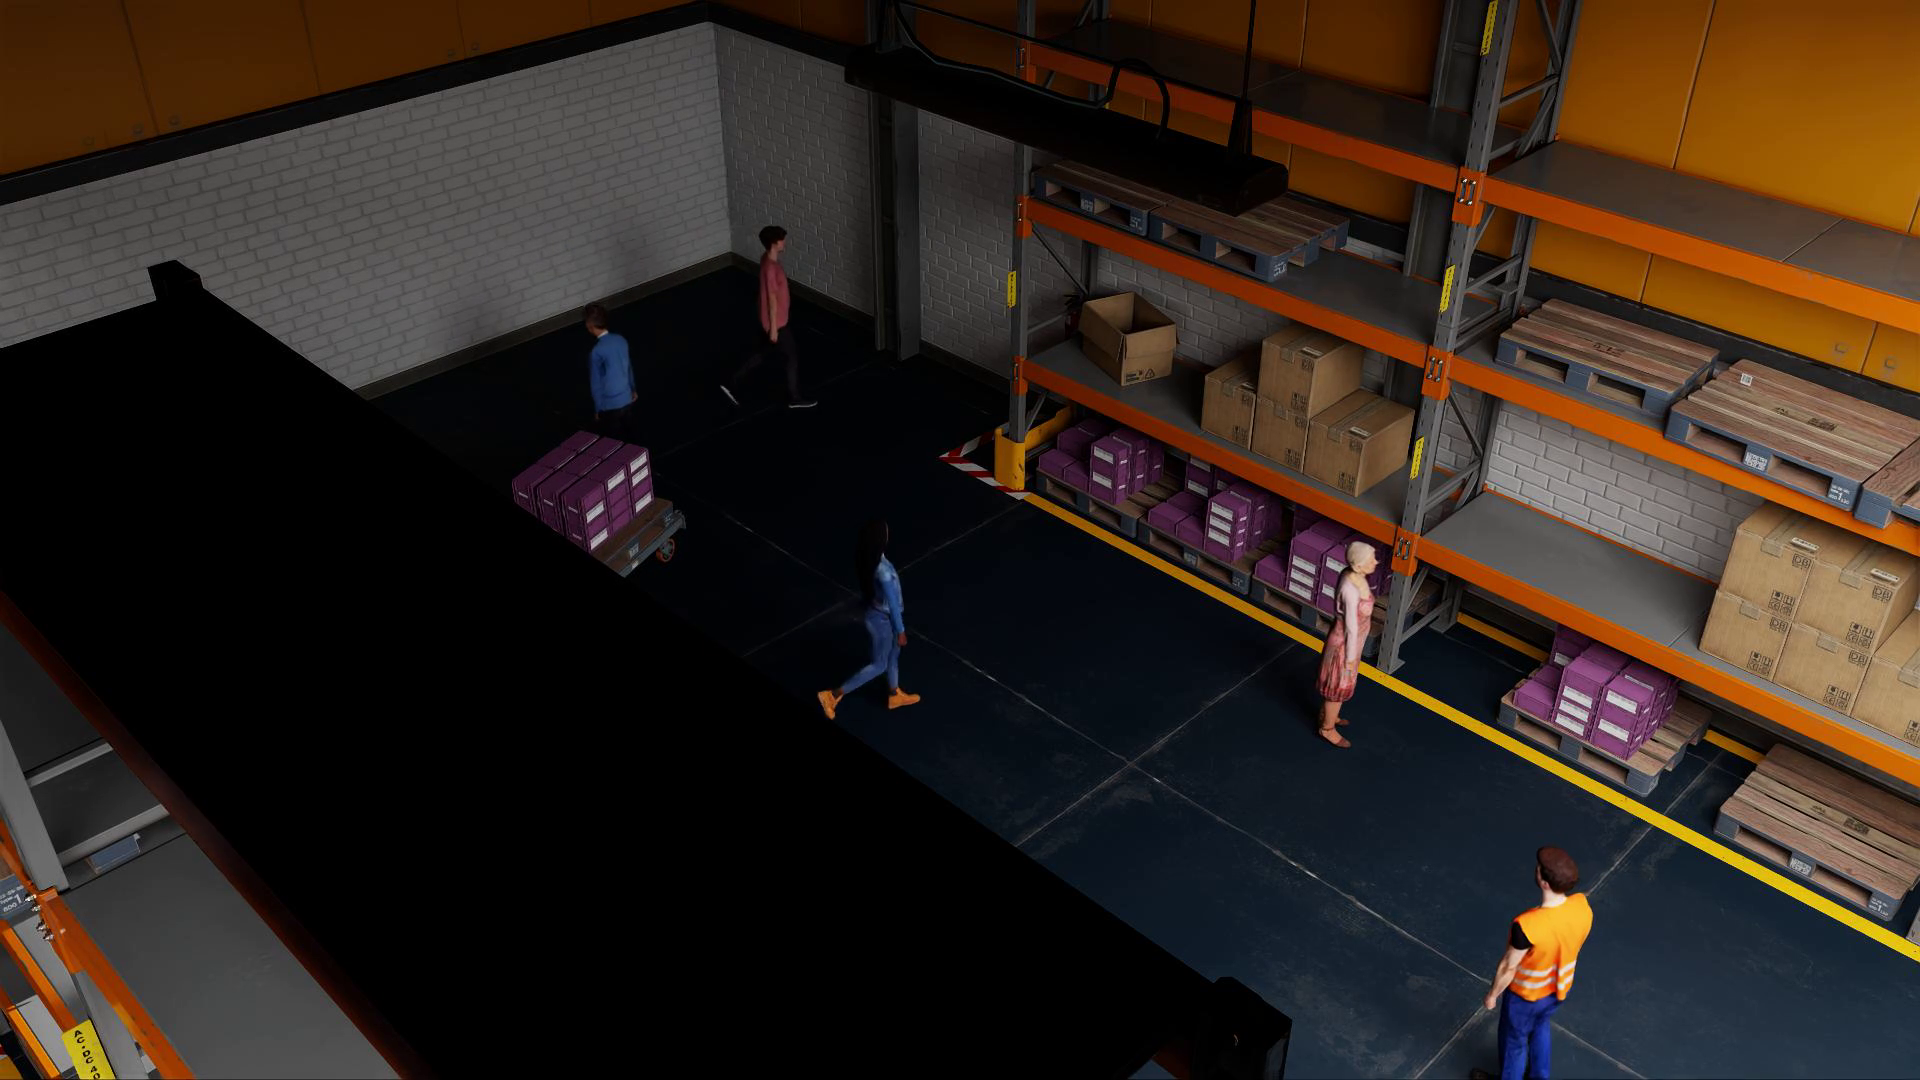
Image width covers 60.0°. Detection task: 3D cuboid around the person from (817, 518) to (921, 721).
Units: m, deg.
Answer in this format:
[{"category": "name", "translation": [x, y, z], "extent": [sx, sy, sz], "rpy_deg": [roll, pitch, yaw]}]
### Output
[{"category": "person", "translation": [-0.678, 0.626, 12.133], "extent": [0.934, 1.685, 1.074], "rpy_deg": [-13, 36, -18]}]

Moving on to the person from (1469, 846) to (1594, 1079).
[{"category": "person", "translation": [3.219, 2.461, 9.197], "extent": [0.794, 1.880, 0.769], "rpy_deg": [-15, 37, -22]}]

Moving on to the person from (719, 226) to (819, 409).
[{"category": "person", "translation": [-1.897, -2.096, 16.012], "extent": [1.081, 1.925, 1.206], "rpy_deg": [-9, 35, -13]}]

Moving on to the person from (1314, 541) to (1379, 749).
[{"category": "person", "translation": [2.767, 0.730, 11.971], "extent": [0.725, 1.692, 0.686], "rpy_deg": [5, 34, 8]}]

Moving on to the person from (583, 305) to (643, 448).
[{"category": "person", "translation": [-3.072, -1.260, 14.892], "extent": [0.965, 1.773, 0.996], "rpy_deg": [13, 36, 19]}]
